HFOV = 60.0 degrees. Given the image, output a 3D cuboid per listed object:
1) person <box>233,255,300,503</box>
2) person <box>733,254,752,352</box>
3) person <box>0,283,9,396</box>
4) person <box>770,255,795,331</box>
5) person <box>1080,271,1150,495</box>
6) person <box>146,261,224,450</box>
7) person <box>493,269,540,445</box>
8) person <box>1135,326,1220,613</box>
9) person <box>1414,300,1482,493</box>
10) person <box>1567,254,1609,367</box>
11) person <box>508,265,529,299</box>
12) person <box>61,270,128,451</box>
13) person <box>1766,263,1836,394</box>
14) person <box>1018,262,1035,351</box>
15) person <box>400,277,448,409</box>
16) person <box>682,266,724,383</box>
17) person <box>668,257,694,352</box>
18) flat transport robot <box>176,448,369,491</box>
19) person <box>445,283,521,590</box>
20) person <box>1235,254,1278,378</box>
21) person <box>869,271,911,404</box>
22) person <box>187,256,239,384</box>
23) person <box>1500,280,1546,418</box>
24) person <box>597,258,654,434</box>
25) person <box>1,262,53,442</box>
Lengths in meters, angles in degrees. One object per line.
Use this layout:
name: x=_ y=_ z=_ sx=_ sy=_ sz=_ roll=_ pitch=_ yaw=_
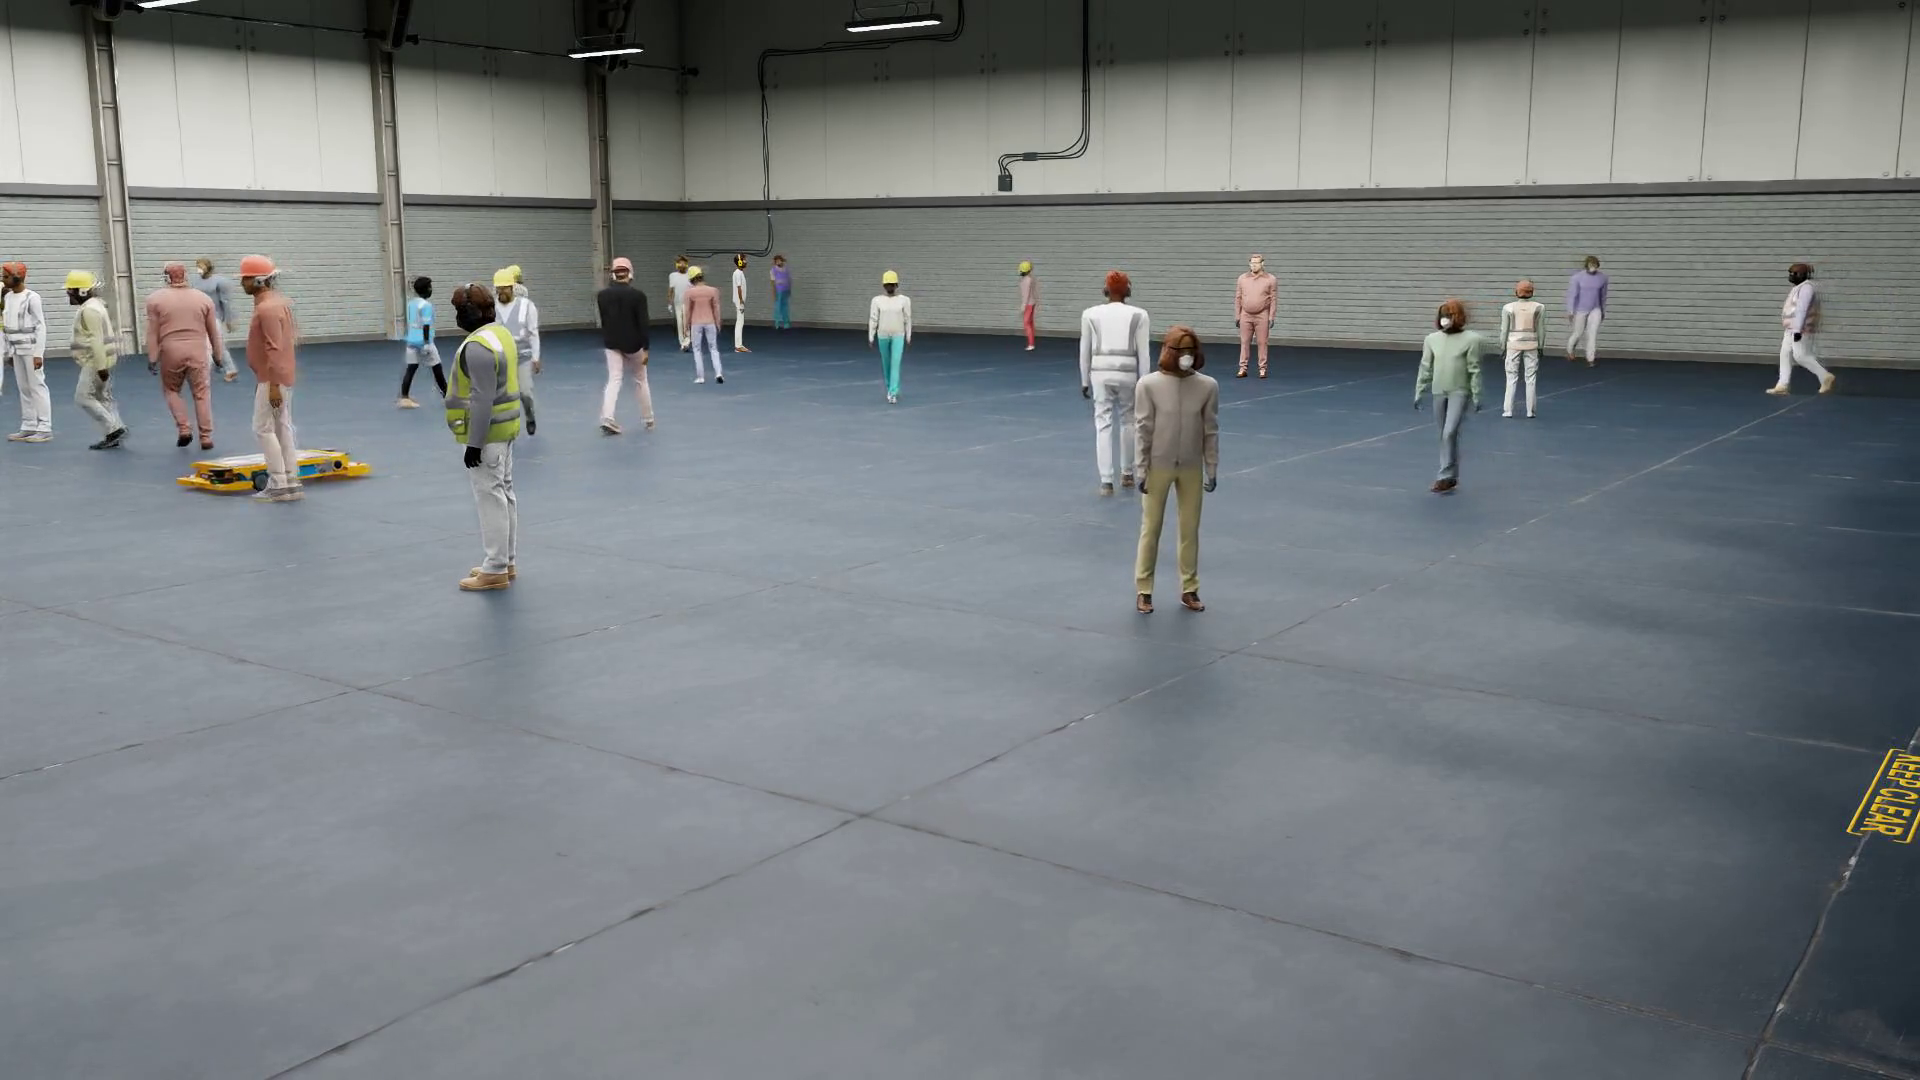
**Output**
person: x=-5.622 y=-1.289 z=13.409 sx=0.527 sy=1.983 sz=0.639 roll=-4 pitch=11 yaw=-19
person: x=-4.187 y=-4.537 z=31.870 sx=0.328 sy=1.877 sz=0.510 roll=-2 pitch=10 yaw=-12
person: x=-13.223 y=-2.854 z=22.595 sx=0.628 sy=1.829 sz=0.453 roll=-4 pitch=11 yaw=-20
person: x=-4.213 y=-5.890 z=39.657 sx=0.744 sy=1.808 sz=0.399 roll=-10 pitch=14 yaw=-44
person: x=1.305 y=-1.335 z=14.024 sx=0.583 sy=1.836 sz=0.925 roll=1 pitch=10 yaw=5
person: x=-7.817 y=-1.850 z=16.779 sx=0.727 sy=1.887 sz=0.550 roll=-7 pitch=12 yaw=-33
person: x=-4.667 y=-1.910 z=17.317 sx=0.612 sy=1.816 sz=0.600 roll=0 pitch=10 yaw=-2
person: x=1.215 y=-0.390 z=9.357 sx=0.499 sy=1.626 sz=0.307 roll=-2 pitch=10 yaw=-11
person: x=4.021 y=-1.184 z=13.839 sx=0.750 sy=1.603 sz=0.523 roll=-10 pitch=14 yaw=-44
person: x=10.610 y=-3.891 z=28.197 sx=0.640 sy=1.906 sz=0.845 roll=1 pitch=10 yaw=4
person: x=-7.016 y=-3.447 z=26.164 sx=0.485 sy=1.735 sz=0.436 roll=2 pitch=10 yaw=10
person: x=-8.633 y=-1.774 z=16.554 sx=0.427 sy=1.815 sz=0.591 roll=-4 pitch=11 yaw=-21
person: x=11.574 y=-2.883 z=22.775 sx=0.754 sy=1.816 sz=0.618 roll=2 pitch=10 yaw=12
person: x=1.294 y=-4.552 z=32.391 sx=0.333 sy=1.720 sz=0.675 roll=1 pitch=10 yaw=3
person: x=-6.702 y=-2.481 z=20.950 sx=0.872 sy=1.645 sz=0.550 roll=-10 pitch=14 yaw=-43
person: x=-3.811 y=-3.163 z=24.624 sx=0.593 sy=1.725 sz=0.443 roll=-4 pitch=11 yaw=-22
person: x=-5.327 y=-4.518 z=31.934 sx=0.516 sy=1.818 sz=0.997 roll=-1 pitch=10 yaw=-4
flat transport robot: x=-5.946 y=-0.621 z=14.424 sx=0.652 sy=0.197 sz=1.431 roll=7 pitch=12 yaw=35
person: x=-2.874 y=-0.620 z=10.038 sx=0.429 sy=1.838 sz=0.621 roll=-1 pitch=10 yaw=-3
person: x=4.554 y=-3.452 z=25.688 sx=0.641 sy=1.913 sz=0.407 roll=4 pitch=11 yaw=21
person: x=-0.910 y=-2.676 z=21.890 sx=0.537 sy=1.725 sz=0.920 roll=1 pitch=10 yaw=5
person: x=-11.115 y=-3.249 z=24.643 sx=0.652 sy=1.887 sz=1.041 roll=4 pitch=11 yaw=20
person: x=6.684 y=-2.260 z=19.776 sx=0.510 sy=1.639 sz=0.308 roll=2 pitch=10 yaw=13
person: x=-3.709 y=-2.133 z=18.299 sx=0.616 sy=1.937 sz=0.997 roll=1 pitch=10 yaw=7
person: x=-9.791 y=-1.963 z=17.428 sx=0.574 sy=1.881 sz=0.358 roll=6 pitch=12 yaw=32
